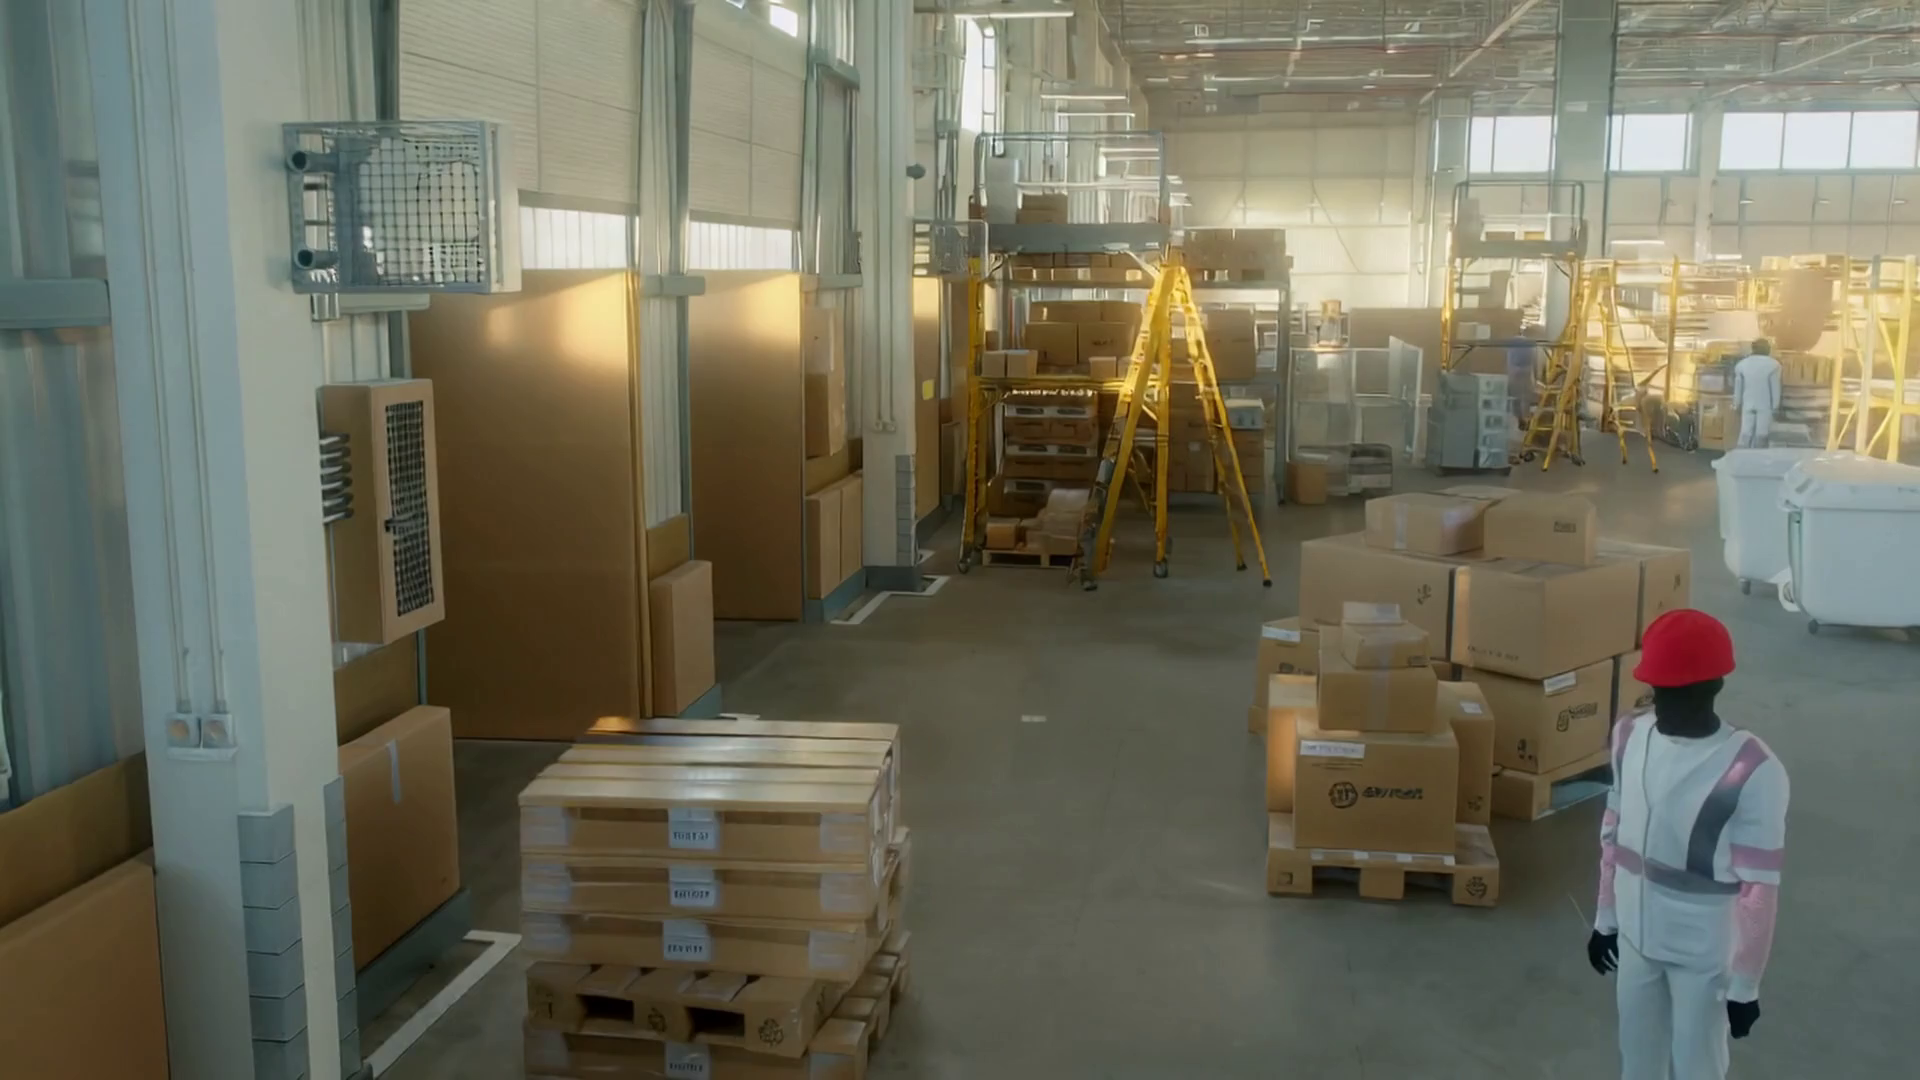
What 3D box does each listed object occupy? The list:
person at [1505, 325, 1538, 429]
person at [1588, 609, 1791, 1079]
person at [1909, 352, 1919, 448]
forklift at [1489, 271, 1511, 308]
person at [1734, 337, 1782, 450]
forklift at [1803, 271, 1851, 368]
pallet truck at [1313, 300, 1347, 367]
[{"bbox_3d":[9.722,-2.772,28.831,0.576,1.913,0.622,0,9,3],"label":"person"},{"bbox_3d":[2.035,1.134,4.743,0.394,1.918,0.588,-4,10,-23],"label":"person"},{"bbox_3d":[15.518,-2.340,26.729,0.323,1.736,0.488,4,10,25],"label":"person"},{"bbox_3d":[13.422,-5.322,41.591,1.873,2.768,1.129,1,9,9],"label":"forklift"},{"bbox_3d":[11.007,-1.832,22.959,0.372,1.940,0.630,-8,12,-42],"label":"person"},{"bbox_3d":[24.589,-6.351,47.937,1.873,2.768,1.129,1,9,9],"label":"forklift"},{"bbox_3d":[11.159,-6.200,49.718,0.823,1.965,1.885,4,10,26],"label":"pallet truck"}]
